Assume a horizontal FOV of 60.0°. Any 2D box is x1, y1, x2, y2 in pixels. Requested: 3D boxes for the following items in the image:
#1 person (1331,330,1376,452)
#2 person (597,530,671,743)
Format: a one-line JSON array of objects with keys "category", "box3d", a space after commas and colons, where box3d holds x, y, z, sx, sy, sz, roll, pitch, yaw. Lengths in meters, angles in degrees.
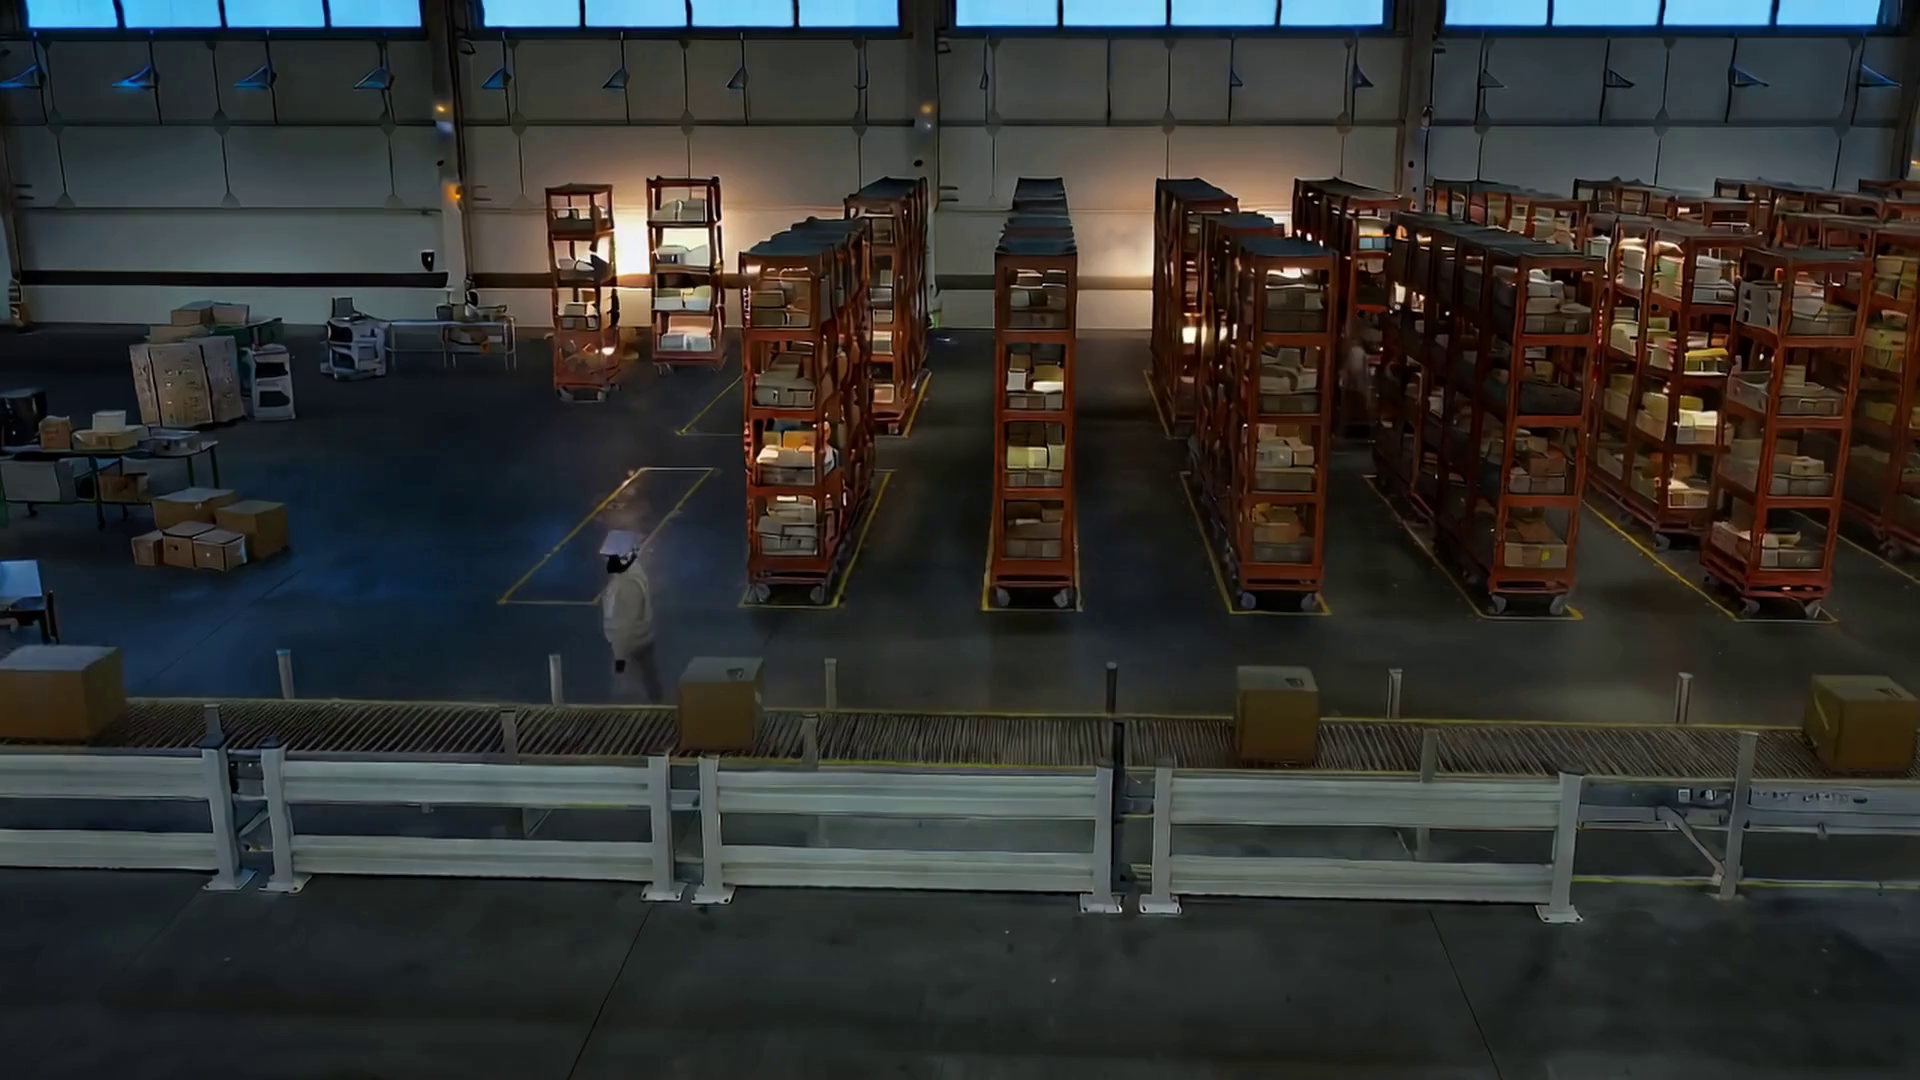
[{"category": "person", "box3d": [5.854, -2.144, 24.081, 0.916, 1.792, 0.554, 0, 15, 2]}, {"category": "person", "box3d": [-2.710, 0.801, 13.143, 0.868, 1.795, 0.614, -4, 16, -14]}]
